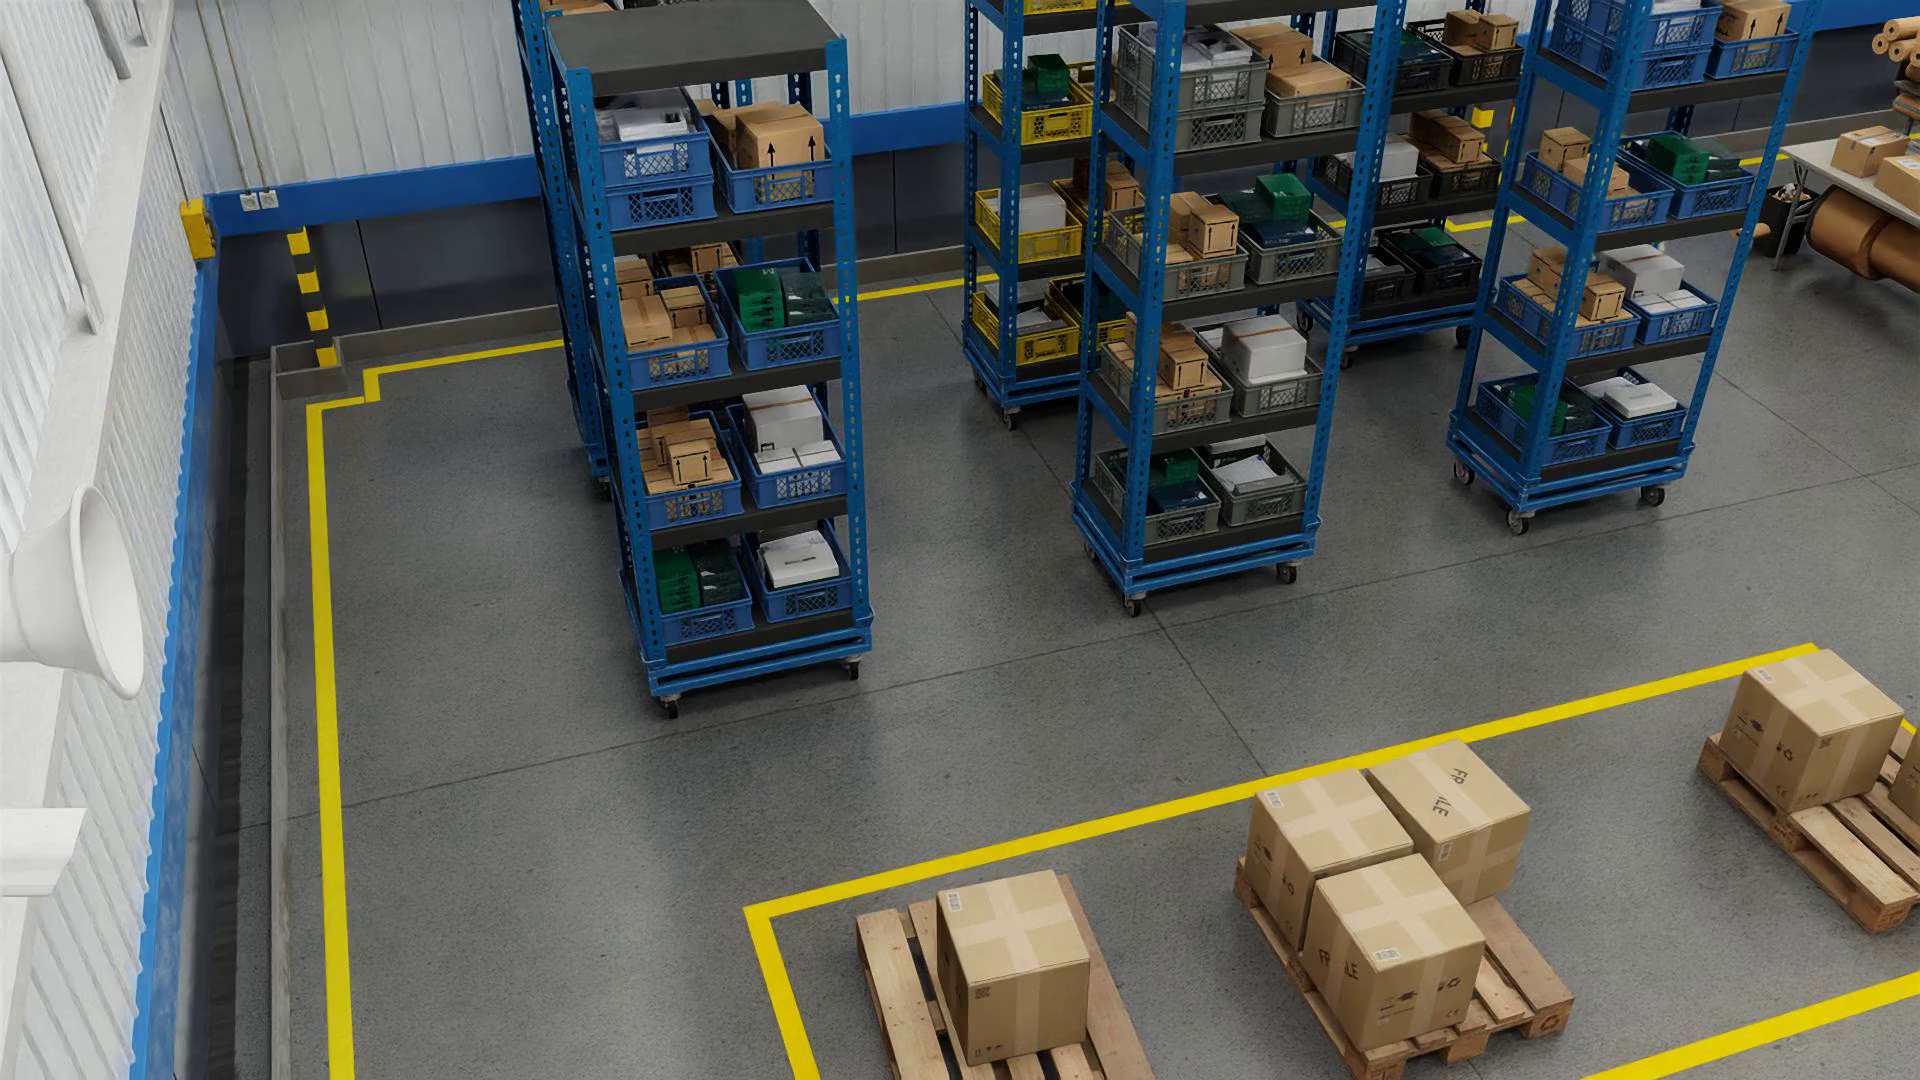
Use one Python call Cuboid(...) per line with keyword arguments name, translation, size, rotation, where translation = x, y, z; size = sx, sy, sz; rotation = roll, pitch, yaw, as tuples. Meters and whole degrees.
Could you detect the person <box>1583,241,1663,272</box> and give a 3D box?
Cuboid(name="person", translation=(4.460, -1.809, 11.357), size=(0.535, 1.723, 0.882), rotation=(-10, 36, -13))
